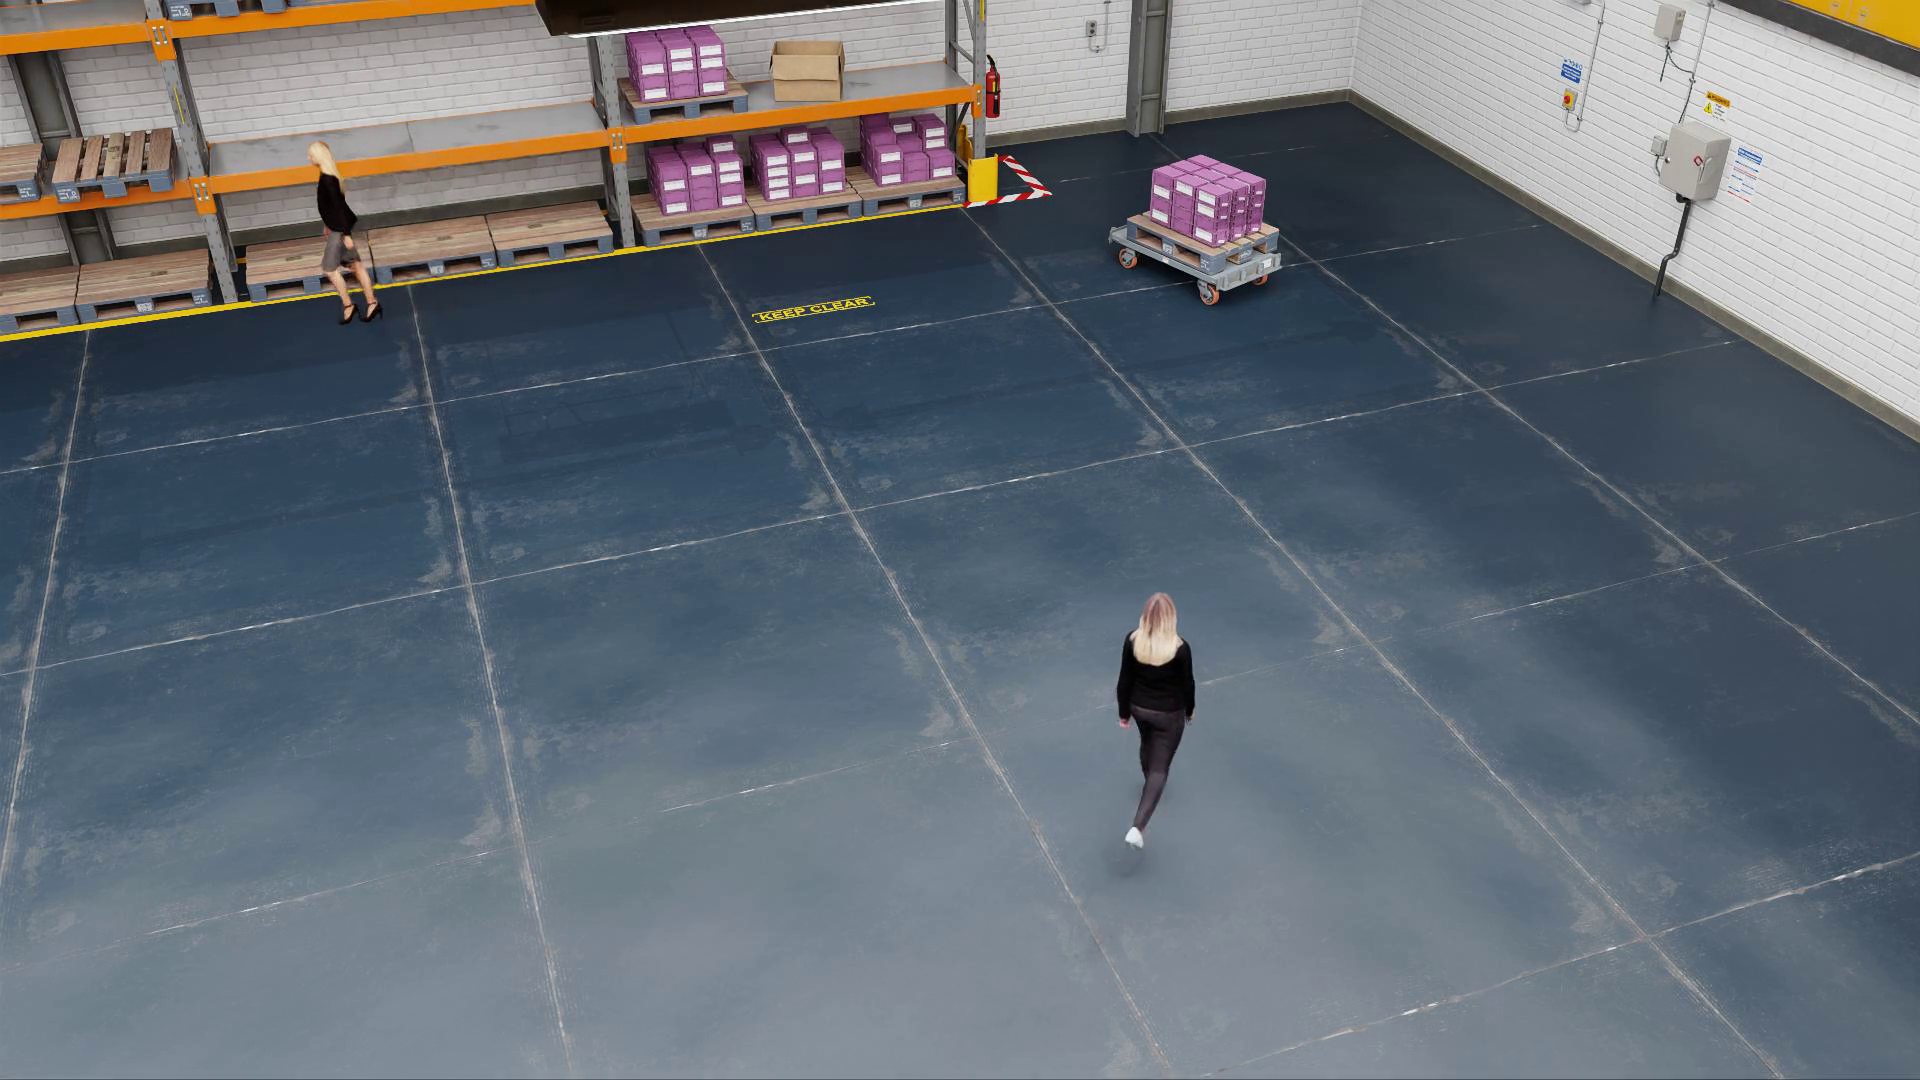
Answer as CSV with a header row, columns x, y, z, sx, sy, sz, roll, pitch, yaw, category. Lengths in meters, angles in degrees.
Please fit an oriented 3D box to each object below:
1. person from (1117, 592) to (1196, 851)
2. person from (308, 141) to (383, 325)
x,y,z,sx,sy,sz,roll,pitch,yaw,category
1.148,1.095,9.920,1.085,1.655,1.147,15,36,21,person
-5.760,-2.897,15.774,0.678,1.823,0.647,-12,36,-18,person
